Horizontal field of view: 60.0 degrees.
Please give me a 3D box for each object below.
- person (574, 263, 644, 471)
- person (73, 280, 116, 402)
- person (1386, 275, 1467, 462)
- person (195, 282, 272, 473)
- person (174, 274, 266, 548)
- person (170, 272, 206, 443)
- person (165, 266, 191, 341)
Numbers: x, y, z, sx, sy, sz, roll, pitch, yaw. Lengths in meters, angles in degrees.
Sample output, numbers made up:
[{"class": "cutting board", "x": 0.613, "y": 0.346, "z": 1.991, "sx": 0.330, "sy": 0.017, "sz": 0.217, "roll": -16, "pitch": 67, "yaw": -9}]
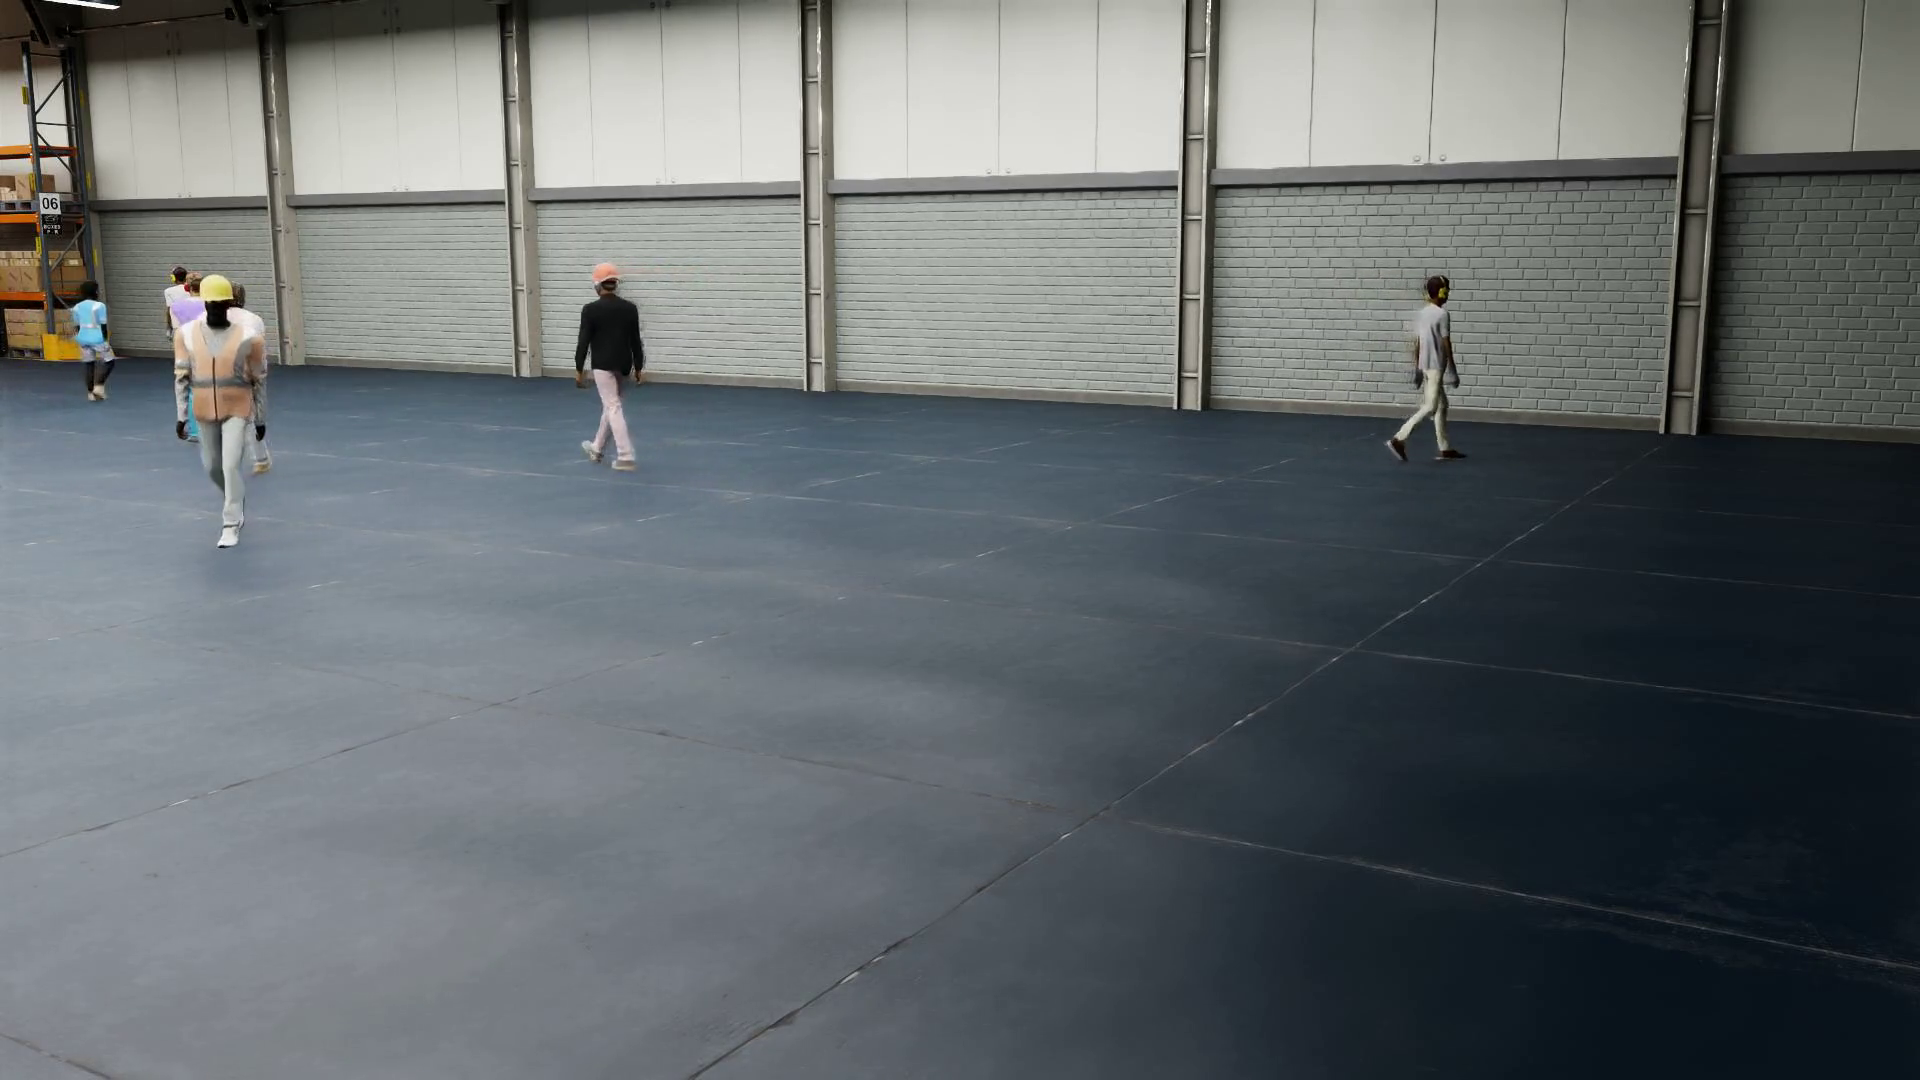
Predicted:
[{"class": "person", "x": -3.413, "y": -1.656, "z": 15.898, "sx": 0.990, "sy": 1.942, "sz": 0.647, "roll": 9, "pitch": 13, "yaw": 42}, {"class": "person", "x": -11.985, "y": -2.745, "z": 23.030, "sx": 0.552, "sy": 1.681, "sz": 0.372, "roll": 3, "pitch": 10, "yaw": 17}, {"class": "person", "x": 4.632, "y": -1.687, "z": 16.403, "sx": 0.876, "sy": 1.843, "sz": 0.514, "roll": -2, "pitch": 10, "yaw": -10}, {"class": "person", "x": -6.588, "y": -1.444, "z": 15.133, "sx": 0.622, "sy": 1.791, "sz": 0.944, "roll": -2, "pitch": 10, "yaw": -9}, {"class": "person", "x": -5.226, "y": -0.933, "z": 11.825, "sx": 0.589, "sy": 1.904, "sz": 0.843, "roll": -1, "pitch": 10, "yaw": -8}, {"class": "person", "x": -8.249, "y": -1.979, "z": 18.094, "sx": 0.565, "sy": 1.846, "sz": 0.389, "roll": -7, "pitch": 12, "yaw": -36}, {"class": "person", "x": -11.777, "y": -3.209, "z": 25.246, "sx": 0.534, "sy": 1.864, "sz": 0.309, "roll": -8, "pitch": 13, "yaw": -41}]
